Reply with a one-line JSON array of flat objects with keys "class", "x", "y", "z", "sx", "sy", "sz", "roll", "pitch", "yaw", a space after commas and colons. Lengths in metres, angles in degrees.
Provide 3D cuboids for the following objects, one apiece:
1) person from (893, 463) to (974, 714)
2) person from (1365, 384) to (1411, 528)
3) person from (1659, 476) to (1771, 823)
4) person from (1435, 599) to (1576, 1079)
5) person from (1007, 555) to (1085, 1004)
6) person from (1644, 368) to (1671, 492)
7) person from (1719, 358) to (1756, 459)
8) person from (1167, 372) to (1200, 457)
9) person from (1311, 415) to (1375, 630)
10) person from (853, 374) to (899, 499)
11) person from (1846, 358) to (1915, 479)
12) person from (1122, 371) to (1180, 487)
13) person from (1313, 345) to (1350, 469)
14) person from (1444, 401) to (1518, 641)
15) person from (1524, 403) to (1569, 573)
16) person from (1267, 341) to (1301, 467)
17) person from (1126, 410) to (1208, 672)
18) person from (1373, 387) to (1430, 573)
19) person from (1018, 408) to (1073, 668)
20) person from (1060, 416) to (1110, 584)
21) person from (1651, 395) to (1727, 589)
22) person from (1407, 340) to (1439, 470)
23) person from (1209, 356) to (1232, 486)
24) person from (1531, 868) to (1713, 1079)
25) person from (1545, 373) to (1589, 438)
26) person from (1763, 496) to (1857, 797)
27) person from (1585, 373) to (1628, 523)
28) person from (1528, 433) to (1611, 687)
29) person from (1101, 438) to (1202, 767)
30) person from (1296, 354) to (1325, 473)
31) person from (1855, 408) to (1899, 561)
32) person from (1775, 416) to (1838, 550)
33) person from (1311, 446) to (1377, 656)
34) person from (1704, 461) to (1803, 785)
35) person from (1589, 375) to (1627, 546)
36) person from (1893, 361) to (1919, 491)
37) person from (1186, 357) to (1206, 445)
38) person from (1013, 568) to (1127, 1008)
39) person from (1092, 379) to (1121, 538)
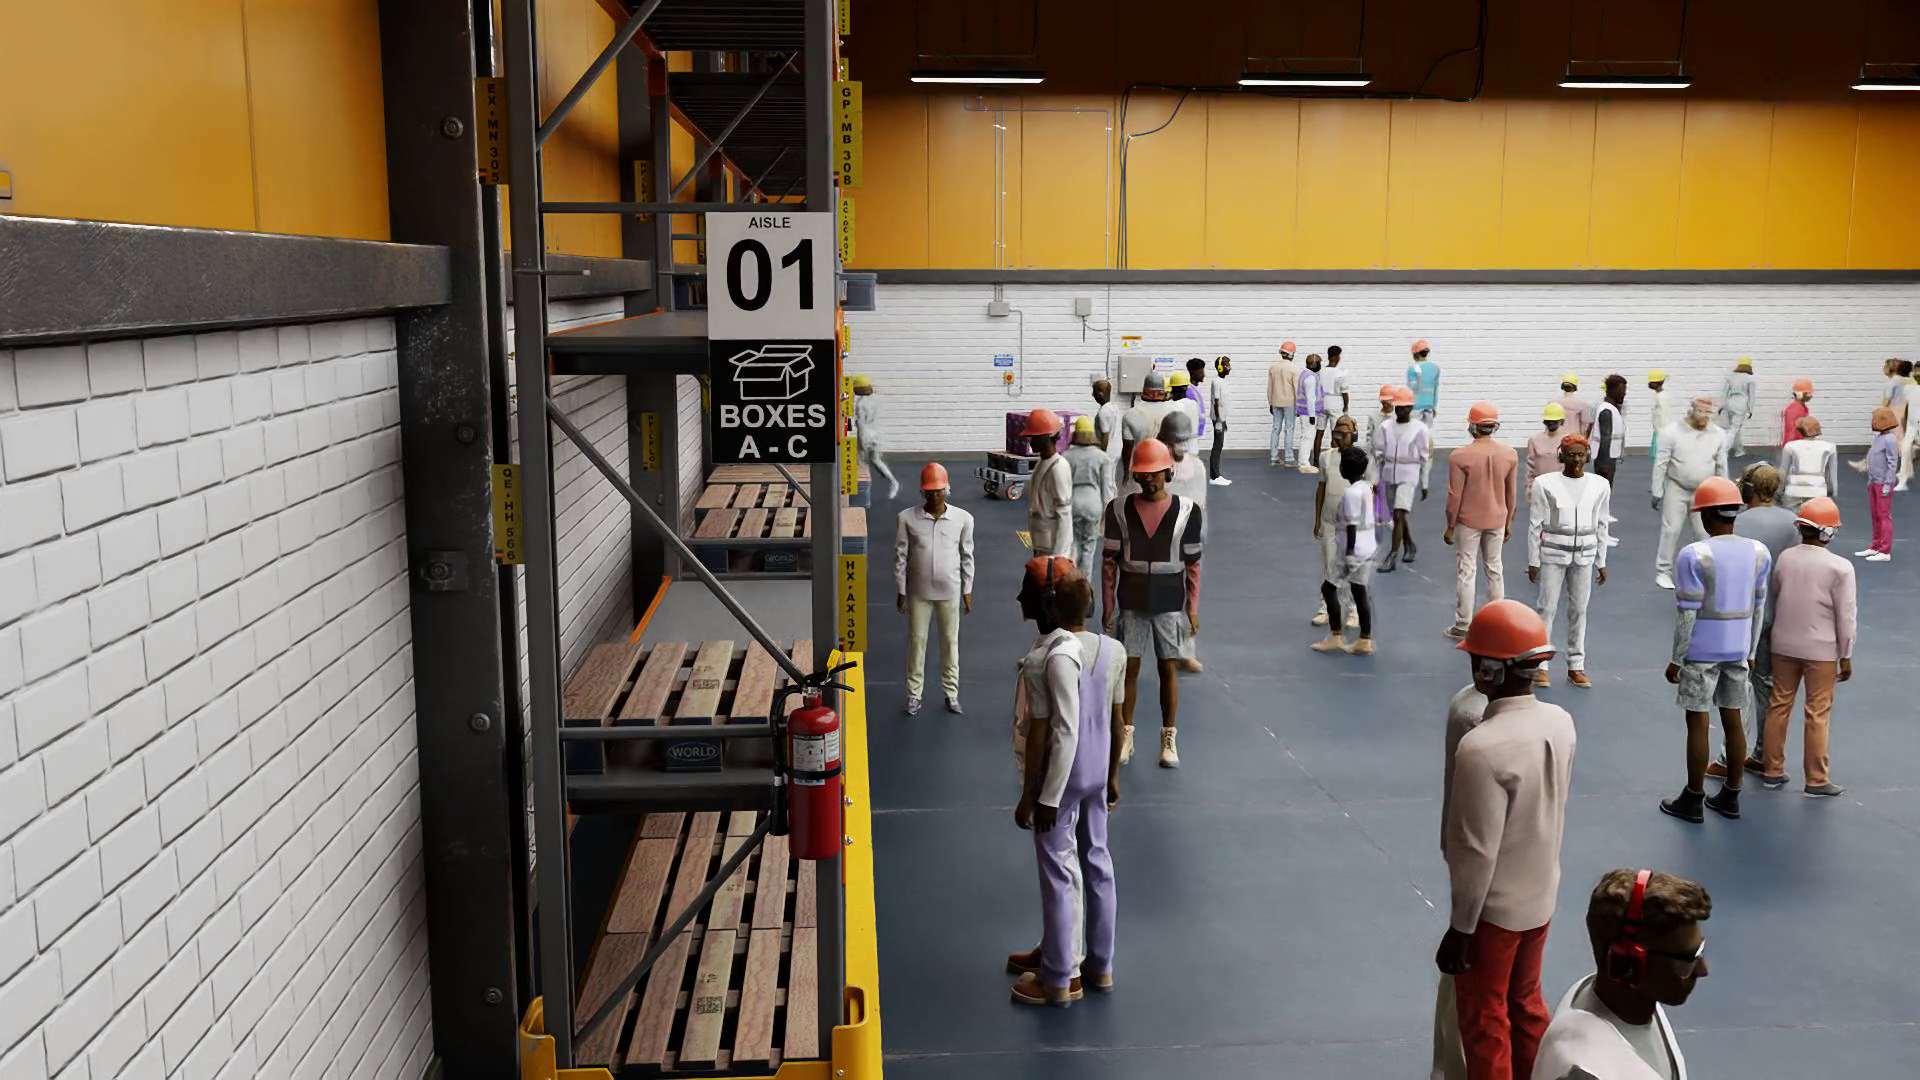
[{"class": "person", "x": -0.179, "y": 0.335, "z": 11.513, "sx": 0.563, "sy": 1.752, "sz": 0.326, "roll": -1, "pitch": 9, "yaw": -4}, {"class": "person", "x": 5.126, "y": -1.010, "z": 20.001, "sx": 0.350, "sy": 1.743, "sz": 0.575, "roll": -9, "pitch": 13, "yaw": -44}, {"class": "person", "x": 4.173, "y": 0.610, "z": 9.237, "sx": 0.542, "sy": 1.930, "sz": 0.366, "roll": -2, "pitch": 9, "yaw": -13}, {"class": "person", "x": 1.761, "y": 1.179, "z": 5.454, "sx": 0.625, "sy": 1.992, "sz": 0.386, "roll": -9, "pitch": 13, "yaw": -43}, {"class": "person", "x": 0.379, "y": 0.993, "z": 6.974, "sx": 0.354, "sy": 1.883, "sz": 0.573, "roll": 0, "pitch": 9, "yaw": 1}, {"class": "person", "x": 9.787, "y": -1.523, "z": 23.217, "sx": 0.533, "sy": 1.737, "sz": 0.551, "roll": 3, "pitch": 10, "yaw": 18}, {"class": "person", "x": 12.877, "y": -2.188, "z": 27.619, "sx": 0.919, "sy": 1.672, "sz": 0.545, "roll": -6, "pitch": 11, "yaw": -35}, {"class": "person", "x": 2.574, "y": -1.003, "z": 19.425, "sx": 0.402, "sy": 1.916, "sz": 0.585, "roll": 7, "pitch": 11, "yaw": 37}, {"class": "person", "x": 3.295, "y": -0.153, "z": 14.288, "sx": 0.509, "sy": 1.844, "sz": 0.329, "roll": 6, "pitch": 11, "yaw": 33}, {"class": "person", "x": -1.195, "y": -1.377, "z": 22.379, "sx": 0.744, "sy": 1.712, "sz": 0.502, "roll": 6, "pitch": 11, "yaw": 32}, {"class": "person", "x": 13.932, "y": -1.833, "z": 25.000, "sx": 0.997, "sy": 1.785, "sz": 0.538, "roll": 8, "pitch": 12, "yaw": 43}, {"class": "person", "x": 2.006, "y": -0.750, "z": 17.429, "sx": 0.682, "sy": 2.000, "sz": 0.537, "roll": -1, "pitch": 9, "yaw": -4}, {"class": "person", "x": 5.760, "y": -2.052, "z": 25.877, "sx": 0.605, "sy": 1.955, "sz": 0.396, "roll": 7, "pitch": 11, "yaw": 36}, {"class": "person", "x": 4.309, "y": -0.150, "z": 13.799, "sx": 0.611, "sy": 1.995, "sz": 0.375, "roll": -2, "pitch": 9, "yaw": -11}, {"class": "person", "x": 5.970, "y": -0.513, "z": 16.832, "sx": 0.522, "sy": 1.759, "sz": 0.346, "roll": 6, "pitch": 11, "yaw": 33}, {"class": "person", "x": 5.174, "y": -2.159, "z": 26.417, "sx": 0.396, "sy": 1.992, "sz": 0.622, "roll": -8, "pitch": 12, "yaw": -42}, {"class": "person", "x": 1.607, "y": -0.020, "z": 12.841, "sx": 0.697, "sy": 2.000, "sz": 0.724, "roll": -5, "pitch": 10, "yaw": -27}, {"class": "person", "x": 4.590, "y": -0.648, "z": 17.253, "sx": 0.553, "sy": 1.900, "sz": 0.988, "roll": 7, "pitch": 12, "yaw": 39}, {"class": "person", "x": 0.652, "y": 0.026, "z": 12.556, "sx": 0.395, "sy": 2.040, "sz": 0.609, "roll": -2, "pitch": 9, "yaw": -11}, {"class": "person", "x": 1.163, "y": -0.304, "z": 15.595, "sx": 0.489, "sy": 1.722, "sz": 0.389, "roll": 1, "pitch": 9, "yaw": 9}, {"class": "person", "x": 7.039, "y": -0.457, "z": 16.071, "sx": 0.724, "sy": 1.895, "sz": 0.398, "roll": 1, "pitch": 9, "yaw": 3}, {"class": "person", "x": 7.151, "y": -2.066, "z": 25.775, "sx": 0.662, "sy": 2.035, "sz": 0.514, "roll": -5, "pitch": 10, "yaw": -28}, {"class": "person", "x": 3.783, "y": -1.725, "z": 24.085, "sx": 0.328, "sy": 1.872, "sz": 0.510, "roll": 3, "pitch": 9, "yaw": 16}, {"class": "person", "x": 1.335, "y": 1.568, "z": 3.486, "sx": 0.377, "sy": 1.842, "sz": 0.569, "roll": 5, "pitch": 10, "yaw": 29}, {"class": "person", "x": 7.904, "y": -1.292, "z": 21.687, "sx": 0.527, "sy": 1.767, "sz": 0.331, "roll": 4, "pitch": 10, "yaw": 26}, {"class": "person", "x": 4.966, "y": 0.617, "z": 9.736, "sx": 0.330, "sy": 1.753, "sz": 0.561, "roll": -6, "pitch": 11, "yaw": -33}, {"class": "person", "x": 7.970, "y": -1.162, "z": 20.648, "sx": 0.521, "sy": 1.847, "sz": 0.741, "roll": -2, "pitch": 9, "yaw": -15}, {"class": "person", "x": 4.475, "y": 0.153, "z": 12.251, "sx": 0.580, "sy": 1.883, "sz": 0.352, "roll": 0, "pitch": 9, "yaw": 3}, {"class": "person", "x": 1.174, "y": 0.390, "z": 10.258, "sx": 0.615, "sy": 2.042, "sz": 0.372, "roll": 2, "pitch": 9, "yaw": 11}, {"class": "person", "x": 5.389, "y": -1.944, "z": 25.593, "sx": 0.430, "sy": 1.838, "sz": 0.632, "roll": 1, "pitch": 9, "yaw": 7}, {"class": "person", "x": 9.792, "y": -0.593, "z": 17.712, "sx": 0.278, "sy": 1.631, "sz": 0.507, "roll": 2, "pitch": 9, "yaw": 10}, {"class": "person", "x": 8.575, "y": -0.448, "z": 16.842, "sx": 0.562, "sy": 1.620, "sz": 0.381, "roll": 3, "pitch": 10, "yaw": 20}, {"class": "person", "x": 3.050, "y": 0.088, "z": 13.271, "sx": 0.596, "sy": 1.672, "sz": 0.545, "roll": 5, "pitch": 10, "yaw": 28}, {"class": "person", "x": 4.724, "y": 0.492, "z": 9.942, "sx": 0.635, "sy": 1.939, "sz": 0.362, "roll": -3, "pitch": 10, "yaw": -21}, {"class": "person", "x": 7.290, "y": -0.900, "z": 18.758, "sx": 0.391, "sy": 1.916, "sz": 0.590, "roll": 5, "pitch": 10, "yaw": 27}, {"class": "person", "x": 13.555, "y": -1.605, "z": 23.444, "sx": 0.833, "sy": 1.842, "sz": 0.518, "roll": -6, "pitch": 11, "yaw": -35}, {"class": "person", "x": 3.031, "y": -1.404, "z": 21.764, "sx": 0.368, "sy": 1.965, "sz": 0.609, "roll": 2, "pitch": 9, "yaw": 15}, {"class": "person", "x": 0.456, "y": 1.019, "z": 6.934, "sx": 0.520, "sy": 1.842, "sz": 0.330, "roll": -6, "pitch": 11, "yaw": -34}, {"class": "person", "x": 1.673, "y": -0.933, "z": 19.214, "sx": 0.348, "sy": 1.838, "sz": 0.505, "roll": 3, "pitch": 10, "yaw": 20}]
